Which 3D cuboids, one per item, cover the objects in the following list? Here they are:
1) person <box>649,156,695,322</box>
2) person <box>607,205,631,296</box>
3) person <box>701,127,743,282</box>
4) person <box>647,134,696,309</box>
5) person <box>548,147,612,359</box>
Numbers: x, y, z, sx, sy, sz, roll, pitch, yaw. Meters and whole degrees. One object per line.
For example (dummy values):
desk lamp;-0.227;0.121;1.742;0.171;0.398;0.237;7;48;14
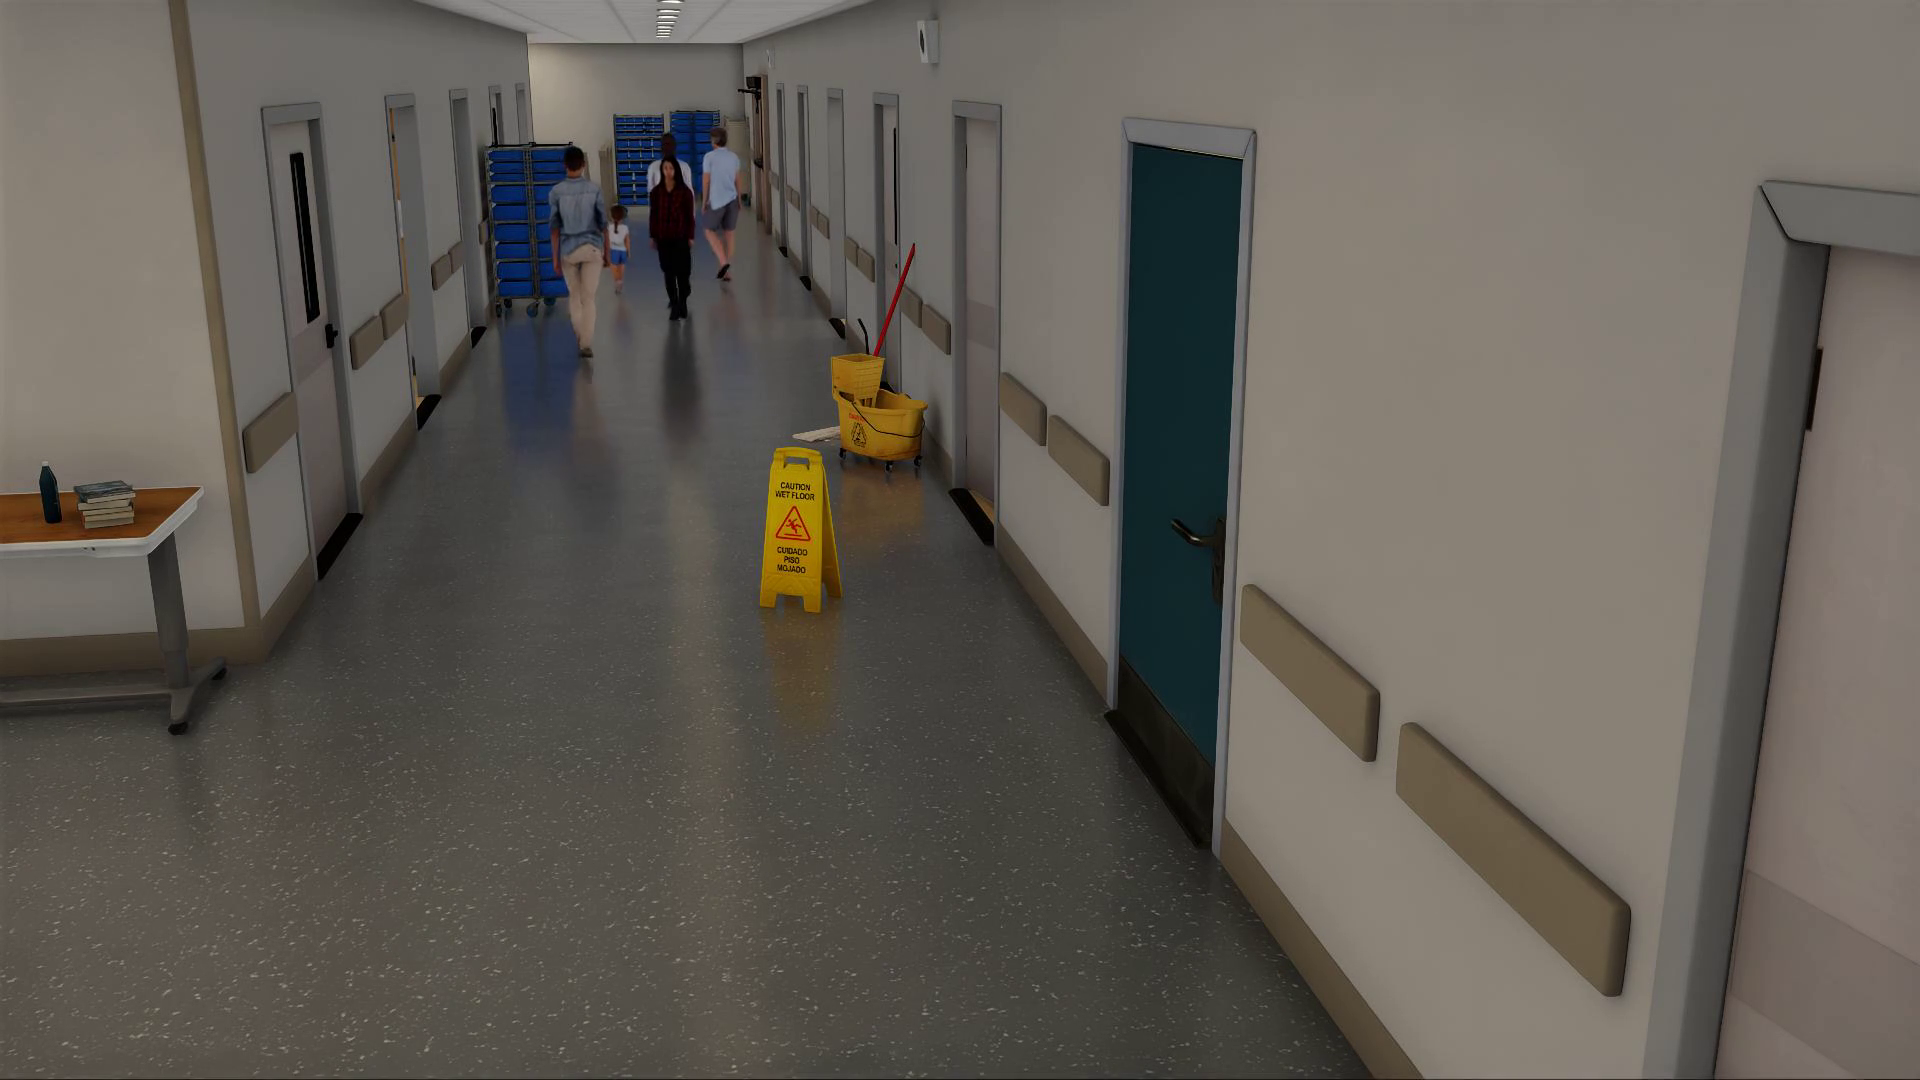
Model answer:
person;-2.931;-3.071;16.950;0.639;1.644;0.628;1;16;2
person;-3.870;-3.261;18.799;0.496;1.005;0.682;-6;17;-20
person;-2.839;-4.032;20.037;0.814;1.818;0.848;-9;18;-28
person;-3.087;-3.418;17.858;0.719;1.820;0.892;-1;16;-2
person;-3.294;-2.445;14.447;0.723;1.797;1.253;-2;16;-6
